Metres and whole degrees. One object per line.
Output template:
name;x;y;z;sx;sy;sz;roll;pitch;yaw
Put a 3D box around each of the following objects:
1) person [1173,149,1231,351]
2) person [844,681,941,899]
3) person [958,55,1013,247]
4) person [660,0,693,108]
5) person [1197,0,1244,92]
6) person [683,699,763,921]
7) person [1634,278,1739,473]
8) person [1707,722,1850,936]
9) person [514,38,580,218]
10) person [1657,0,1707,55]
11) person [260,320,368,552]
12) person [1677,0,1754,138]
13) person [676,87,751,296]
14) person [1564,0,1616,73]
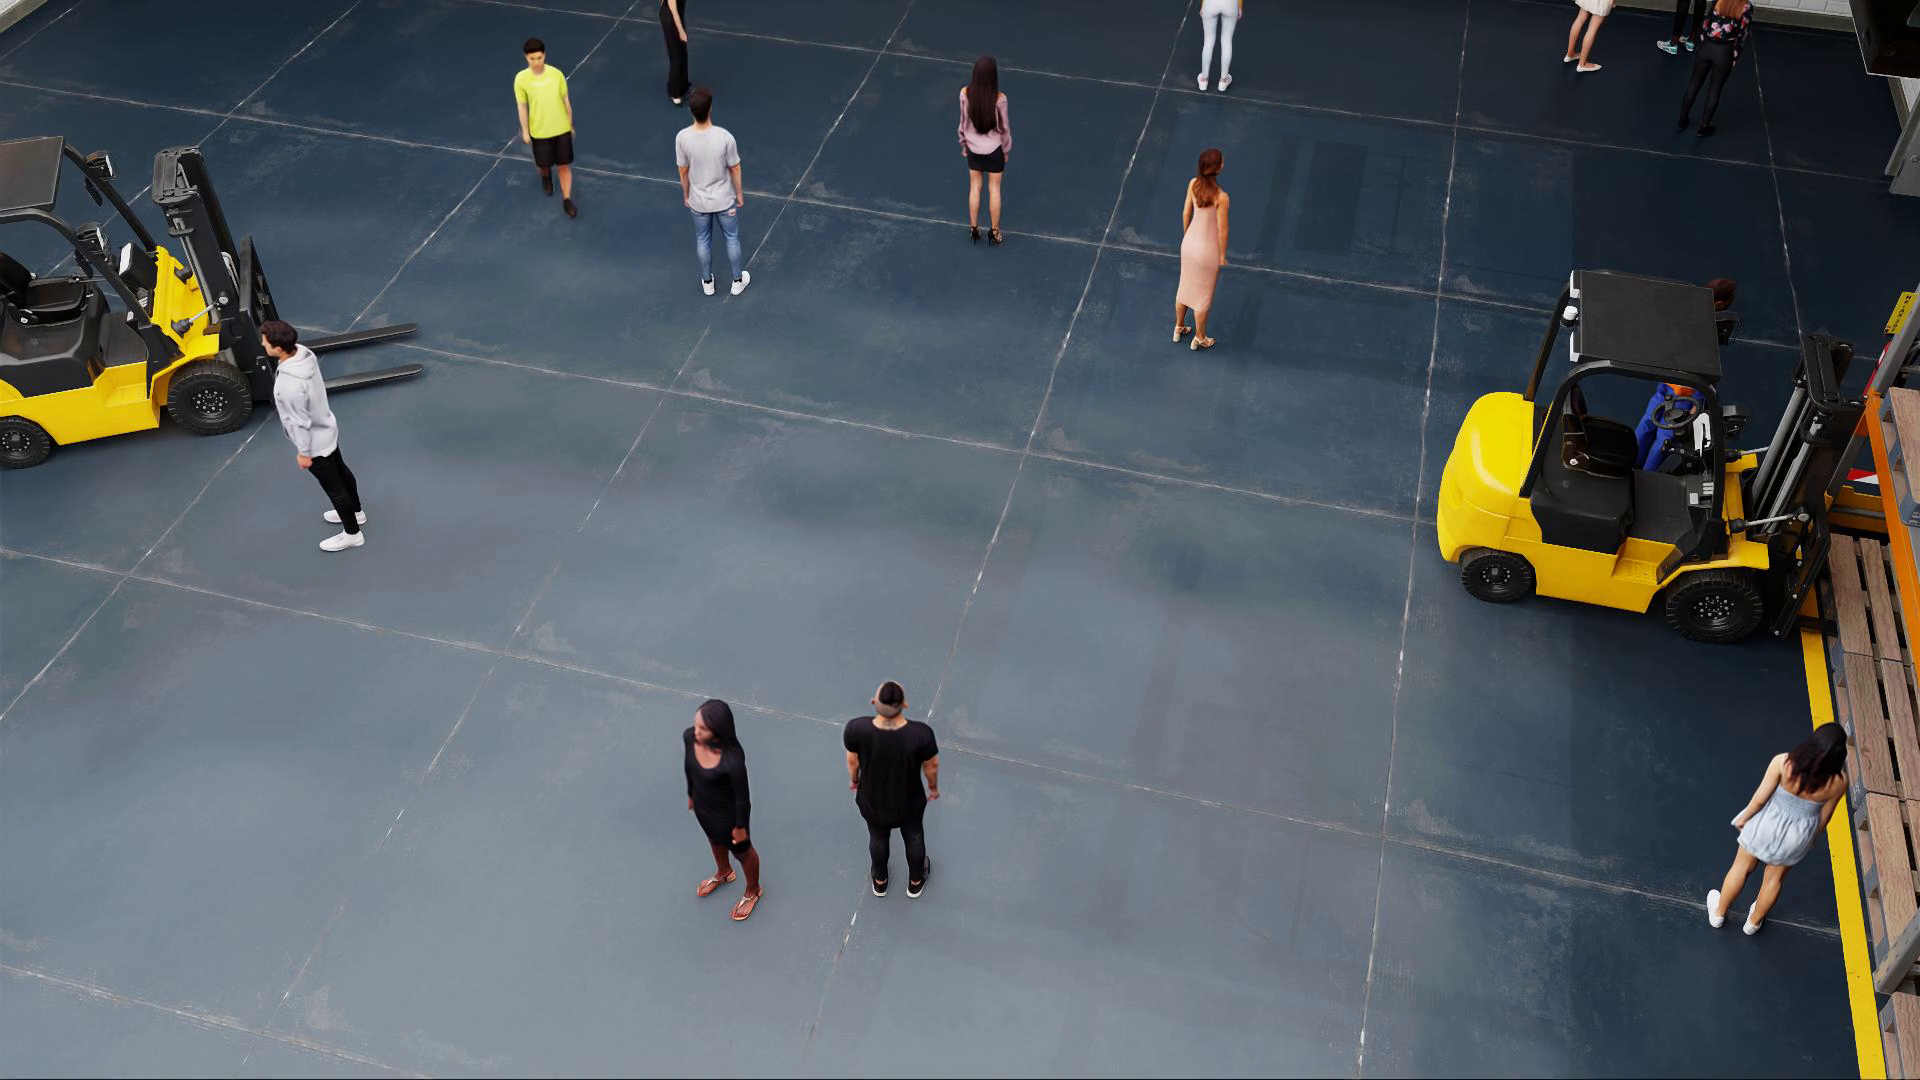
person;1.944;-2.340;13.415;0.671;1.832;0.656;-33;53;-30
person;-0.380;1.402;9.464;0.723;1.864;0.650;2;44;2
person;0.222;-3.387;14.530;0.628;1.811;0.539;14;45;14
person;-2.863;-5.161;16.556;0.811;1.585;0.671;-21;47;-21
person;2.610;-5.328;16.611;0.591;1.751;0.582;7;44;7
person;-1.354;1.515;9.450;0.681;1.720;0.651;29;50;27
person;5.260;-1.133;12.127;0.843;1.862;0.696;-6;44;-6
person;4.601;1.617;9.336;0.606;1.730;0.551;15;46;15
person;-3.721;-3.765;15.011;0.876;1.695;0.965;-15;46;-16
person;7.661;-5.922;17.192;0.700;1.810;0.705;-12;45;-12
person;-4.519;-0.753;11.679;0.833;1.930;0.698;-7;44;-7
person;7.290;-4.704;16.007;0.665;1.681;0.647;-34;53;-30
person;-2.091;-2.912;13.977;0.731;1.887;0.654;0;44;0
person;6.531;-5.642;16.969;0.709;1.711;0.621;-14;45;-14
